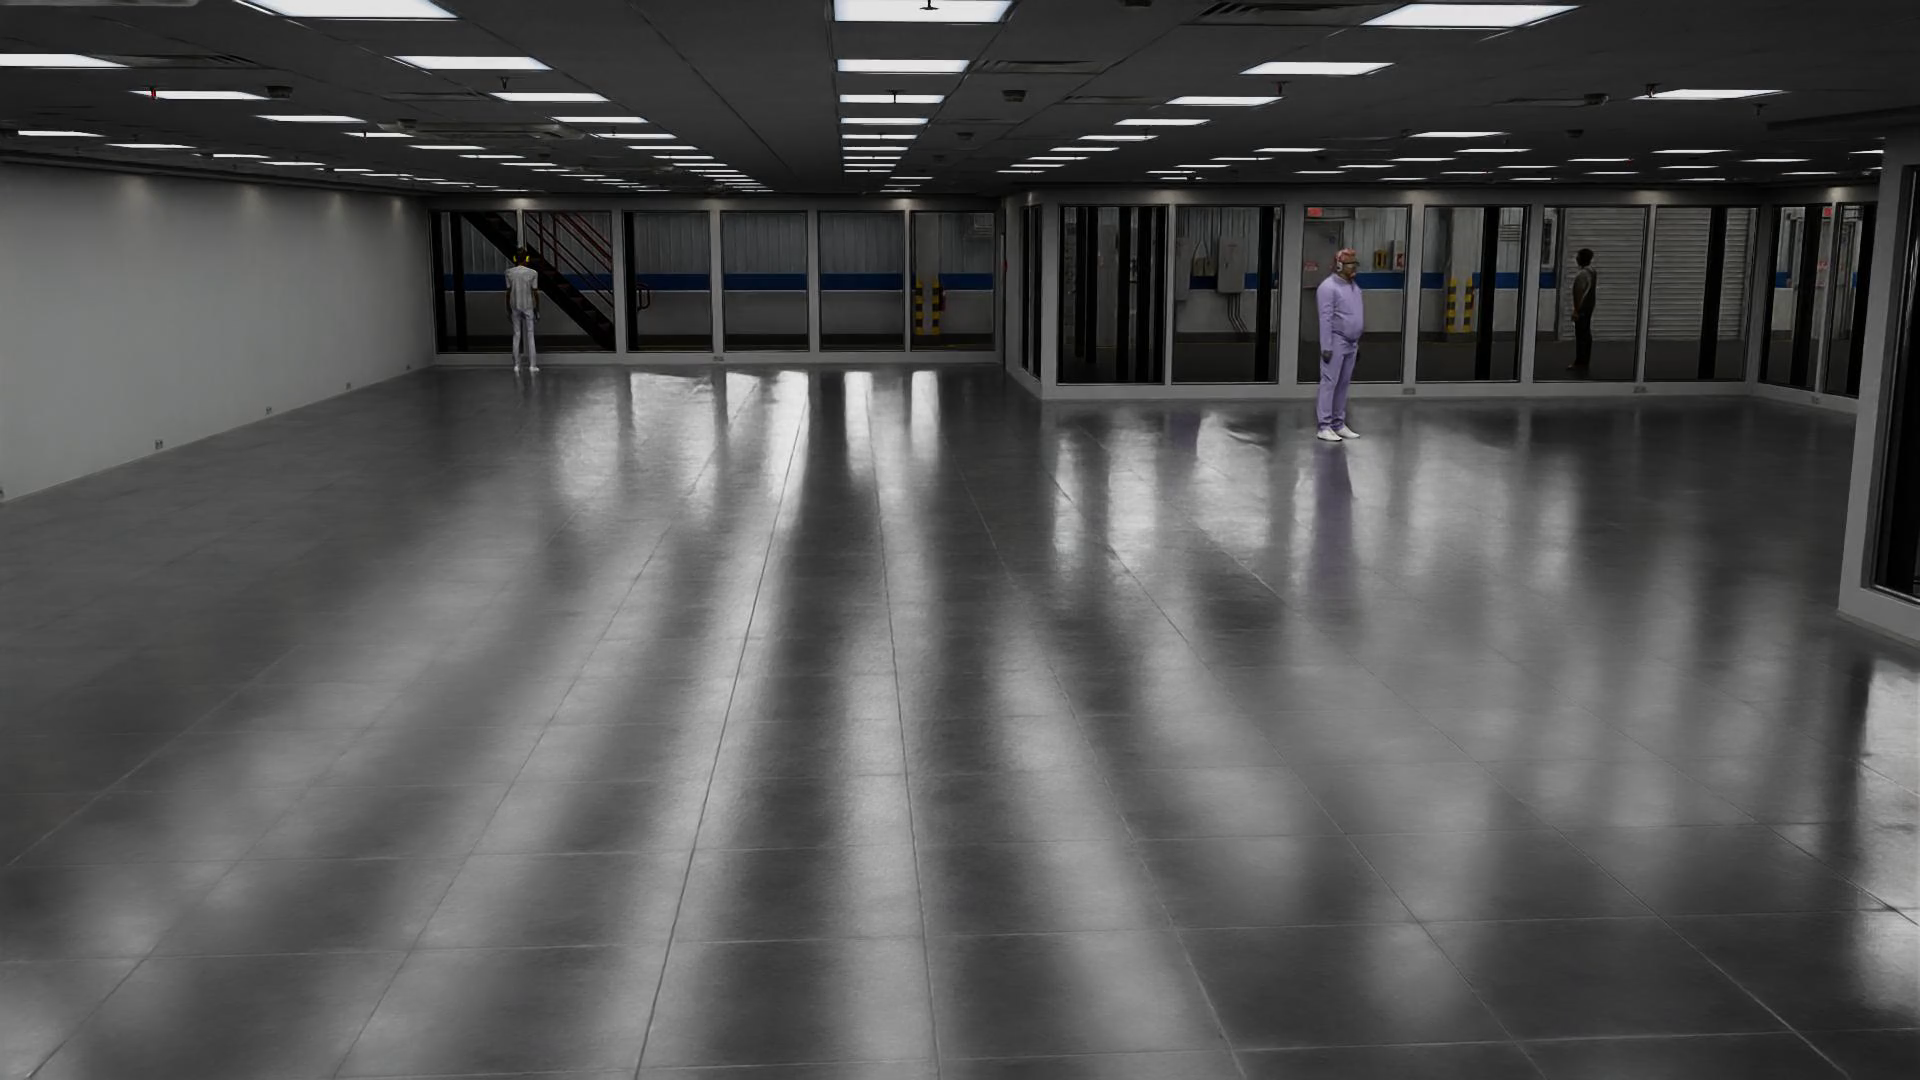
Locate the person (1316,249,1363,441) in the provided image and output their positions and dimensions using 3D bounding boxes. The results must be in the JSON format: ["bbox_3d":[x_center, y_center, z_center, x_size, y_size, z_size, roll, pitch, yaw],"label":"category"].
[{"bbox_3d":[3.843,-1.956,16.731,0.406,1.911,0.638,10,14,42],"label":"person"}]

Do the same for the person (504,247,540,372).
[{"bbox_3d":[-6.533,-3.431,24.839,0.504,1.861,0.329,-1,11,-6],"label":"person"}]
